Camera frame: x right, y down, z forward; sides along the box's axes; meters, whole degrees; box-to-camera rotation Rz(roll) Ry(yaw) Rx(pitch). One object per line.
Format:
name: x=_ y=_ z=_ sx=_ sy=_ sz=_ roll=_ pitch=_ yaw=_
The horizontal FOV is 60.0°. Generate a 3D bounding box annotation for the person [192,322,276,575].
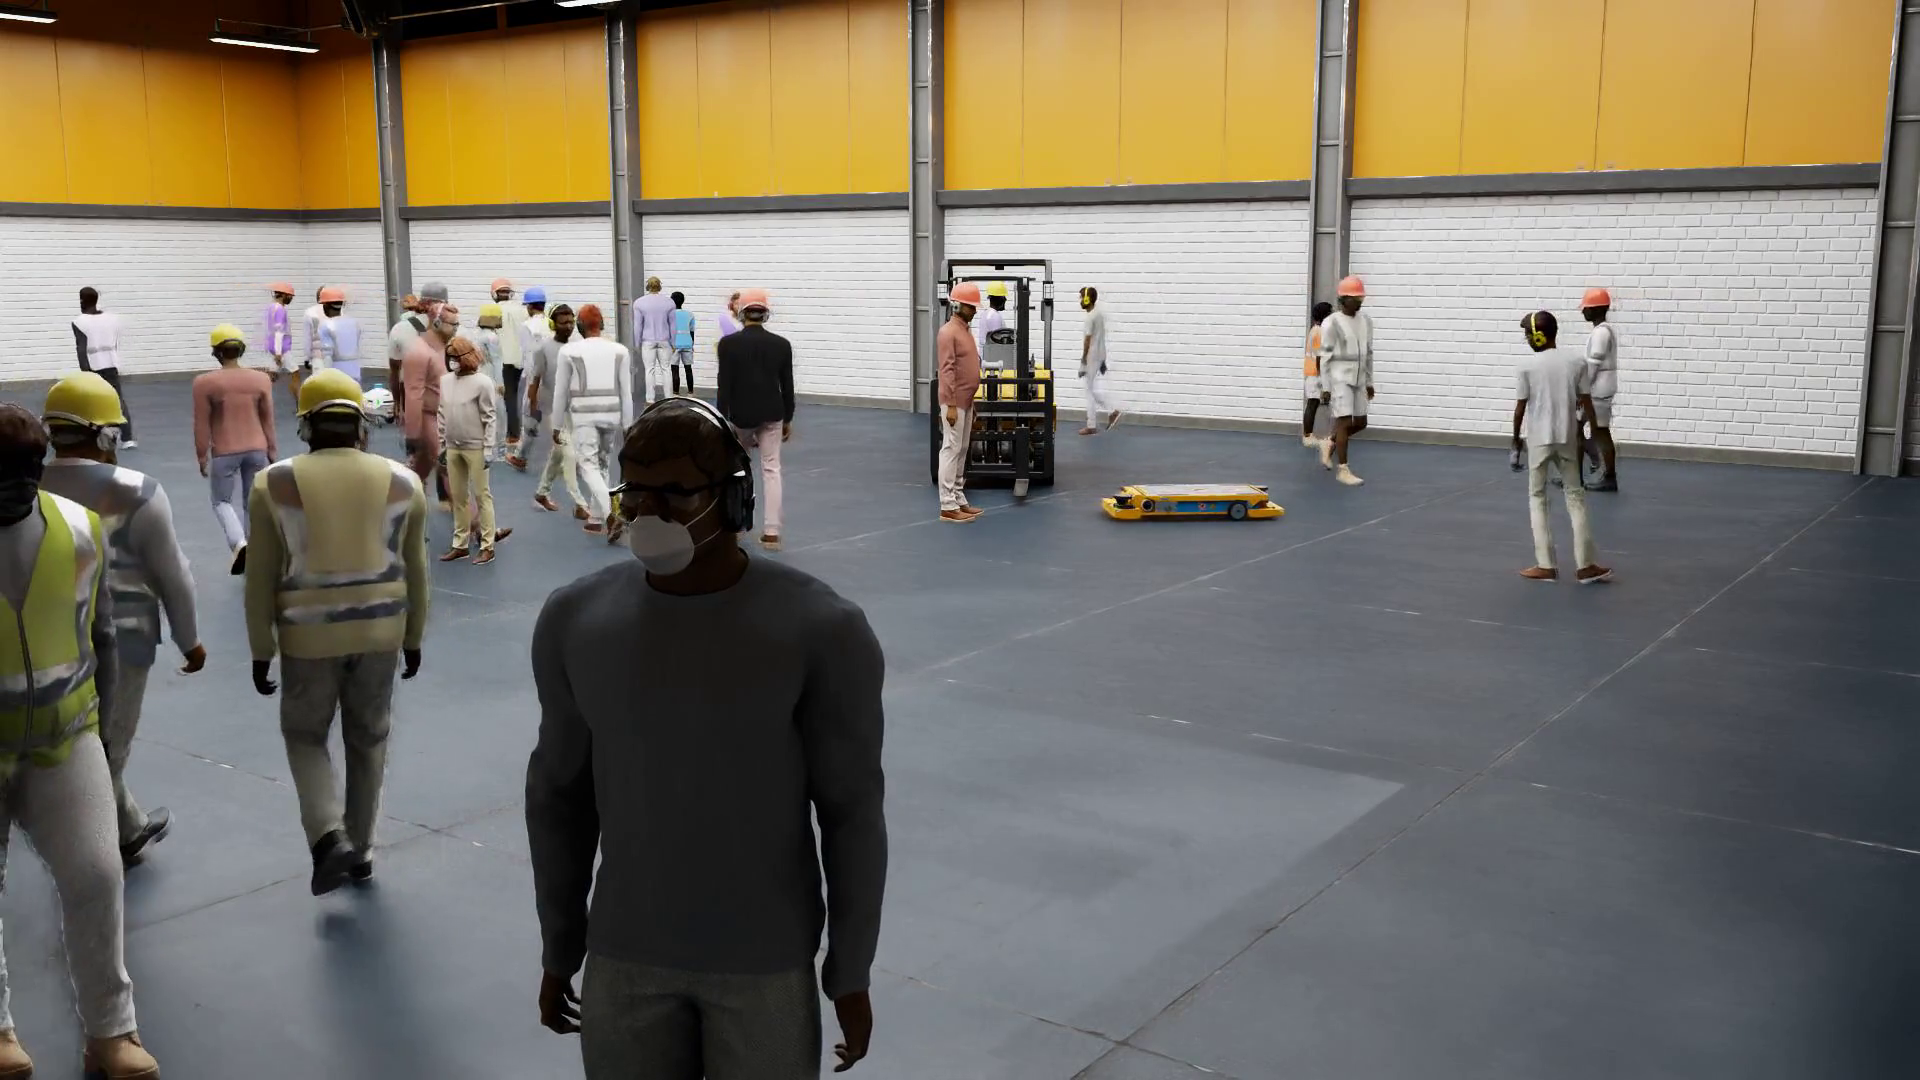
person: x=-4.881 y=-0.591 z=11.264 sx=0.531 sy=1.751 sz=0.512 roll=-8 pitch=12 yaw=-39

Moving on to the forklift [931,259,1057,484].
forklift: x=0.370 y=-1.738 z=16.759 sx=1.214 sy=2.155 sz=2.313 roll=1 pitch=10 yaw=3

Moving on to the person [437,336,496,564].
person: x=-3.534 y=-0.642 z=11.899 sx=0.498 sy=1.633 sz=0.286 roll=4 pitch=11 yaw=25

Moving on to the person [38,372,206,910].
person: x=-2.850 y=0.337 z=5.586 sx=0.591 sy=1.785 sz=0.900 roll=1 pitch=10 yaw=6

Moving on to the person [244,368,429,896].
person: x=-2.101 y=0.325 z=5.659 sx=0.605 sy=1.805 sz=0.551 roll=-5 pitch=11 yaw=-30

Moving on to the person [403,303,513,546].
person: x=-3.916 y=-0.858 z=12.571 sx=1.011 sy=1.837 sz=0.668 roll=0 pitch=10 yaw=0

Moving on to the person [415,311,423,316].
person: x=-6.311 y=-1.961 z=19.744 sx=0.515 sy=1.636 sz=0.315 roll=-8 pitch=12 yaw=-39

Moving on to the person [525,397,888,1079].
person: x=-0.444 y=0.720 z=2.877 sx=0.638 sy=1.938 sz=0.356 roll=2 pitch=10 yaw=12

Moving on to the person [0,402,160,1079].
person: x=-2.410 y=0.555 z=4.255 sx=0.755 sy=1.811 sz=0.633 roll=9 pitch=13 yaw=41

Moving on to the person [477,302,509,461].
person: x=-5.093 y=-1.681 z=17.813 sx=0.642 sy=1.719 sz=0.494 roll=-4 pitch=10 yaw=-23

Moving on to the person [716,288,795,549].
person: x=-1.584 y=-0.942 z=12.734 sx=0.652 sy=1.943 sz=0.963 roll=-4 pitch=10 yaw=-22

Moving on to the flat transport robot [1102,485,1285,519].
flat transport robot: x=1.967 y=-0.333 z=14.107 sx=1.431 sy=0.197 sz=0.652 roll=-1 pitch=10 yaw=-5

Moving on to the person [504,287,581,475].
person: x=-4.242 y=-1.598 z=16.826 sx=1.032 sy=1.890 sz=0.640 roll=6 pitch=11 yaw=33

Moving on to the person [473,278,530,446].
person: x=-5.394 y=-2.092 z=19.587 sx=0.650 sy=1.939 sz=0.933 roll=-9 pitch=13 yaw=-42

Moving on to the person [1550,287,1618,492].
person: x=5.866 y=-1.400 z=15.583 sx=0.755 sy=1.908 sz=0.543 roll=3 pitch=10 yaw=20

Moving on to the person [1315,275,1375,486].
person: x=3.705 y=-1.551 z=16.166 sx=0.636 sy=2.021 sz=0.690 roll=-6 pitch=11 yaw=-30

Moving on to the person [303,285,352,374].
person: x=-8.365 y=-2.450 z=22.048 sx=0.633 sy=1.843 sz=0.429 roll=-6 pitch=11 yaw=-33

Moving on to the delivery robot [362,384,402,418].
delivery robot: x=-7.577 y=-1.798 z=21.710 sx=0.477 sy=0.478 sz=0.707 roll=-8 pitch=12 yaw=-40

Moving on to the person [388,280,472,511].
person: x=-4.489 y=-1.226 z=14.163 sx=0.688 sy=2.000 sz=0.767 roll=-3 pitch=10 yaw=-16

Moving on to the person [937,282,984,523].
person: x=0.008 y=-1.146 z=13.853 sx=0.393 sy=1.985 sz=0.611 roll=3 pitch=10 yaw=16

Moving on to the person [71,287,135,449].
person: x=-9.938 y=-1.977 z=19.172 sx=1.029 sy=1.865 sz=0.585 roll=6 pitch=11 yaw=30

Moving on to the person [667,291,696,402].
person: x=-4.294 y=-2.954 z=25.477 sx=0.534 sy=1.698 sz=0.318 roll=-7 pitch=12 yaw=-37

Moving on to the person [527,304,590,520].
person: x=-3.392 y=-1.090 z=14.079 sx=0.977 sy=1.818 sz=0.535 roll=8 pitch=12 yaw=40

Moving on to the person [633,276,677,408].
person: x=-4.466 y=-2.888 z=24.369 sx=0.628 sy=1.939 sz=0.375 roll=-3 pitch=10 yaw=-19

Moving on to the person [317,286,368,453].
person: x=-6.461 y=-1.662 z=17.177 sx=0.948 sy=1.891 sz=0.548 roll=6 pitch=11 yaw=32

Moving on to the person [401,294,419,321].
person: x=-8.666 y=-3.077 z=26.397 sx=0.283 sy=1.634 sz=0.498 roll=4 pitch=10 yaw=24

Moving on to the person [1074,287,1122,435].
person: x=1.693 y=-2.212 z=20.622 sx=0.476 sy=1.849 sz=0.555 roll=3 pitch=10 yaw=16

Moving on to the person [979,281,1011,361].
person: x=0.411 y=-2.075 z=19.559 sx=0.366 sy=1.926 sz=0.594 roll=-3 pitch=10 yaw=-15

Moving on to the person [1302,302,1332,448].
person: x=4.148 y=-1.913 z=19.316 sx=0.320 sy=1.690 sz=0.532 roll=1 pitch=10 yaw=7

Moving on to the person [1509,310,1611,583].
person: x=4.062 y=-0.625 z=11.225 sx=0.673 sy=1.831 sz=0.451 roll=1 pitch=10 yaw=3

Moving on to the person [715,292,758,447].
person: x=-2.589 y=-1.986 z=19.432 sx=0.566 sy=1.796 sz=0.990 roll=-5 pitch=11 yaw=-28

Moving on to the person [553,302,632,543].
person: x=-2.794 y=-0.906 z=12.866 sx=0.587 sy=1.855 sz=0.897 roll=-6 pitch=11 yaw=-33

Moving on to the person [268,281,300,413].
person: x=-9.567 y=-2.674 z=23.248 sx=0.953 sy=1.892 sz=0.552 roll=-6 pitch=11 yaw=-32
